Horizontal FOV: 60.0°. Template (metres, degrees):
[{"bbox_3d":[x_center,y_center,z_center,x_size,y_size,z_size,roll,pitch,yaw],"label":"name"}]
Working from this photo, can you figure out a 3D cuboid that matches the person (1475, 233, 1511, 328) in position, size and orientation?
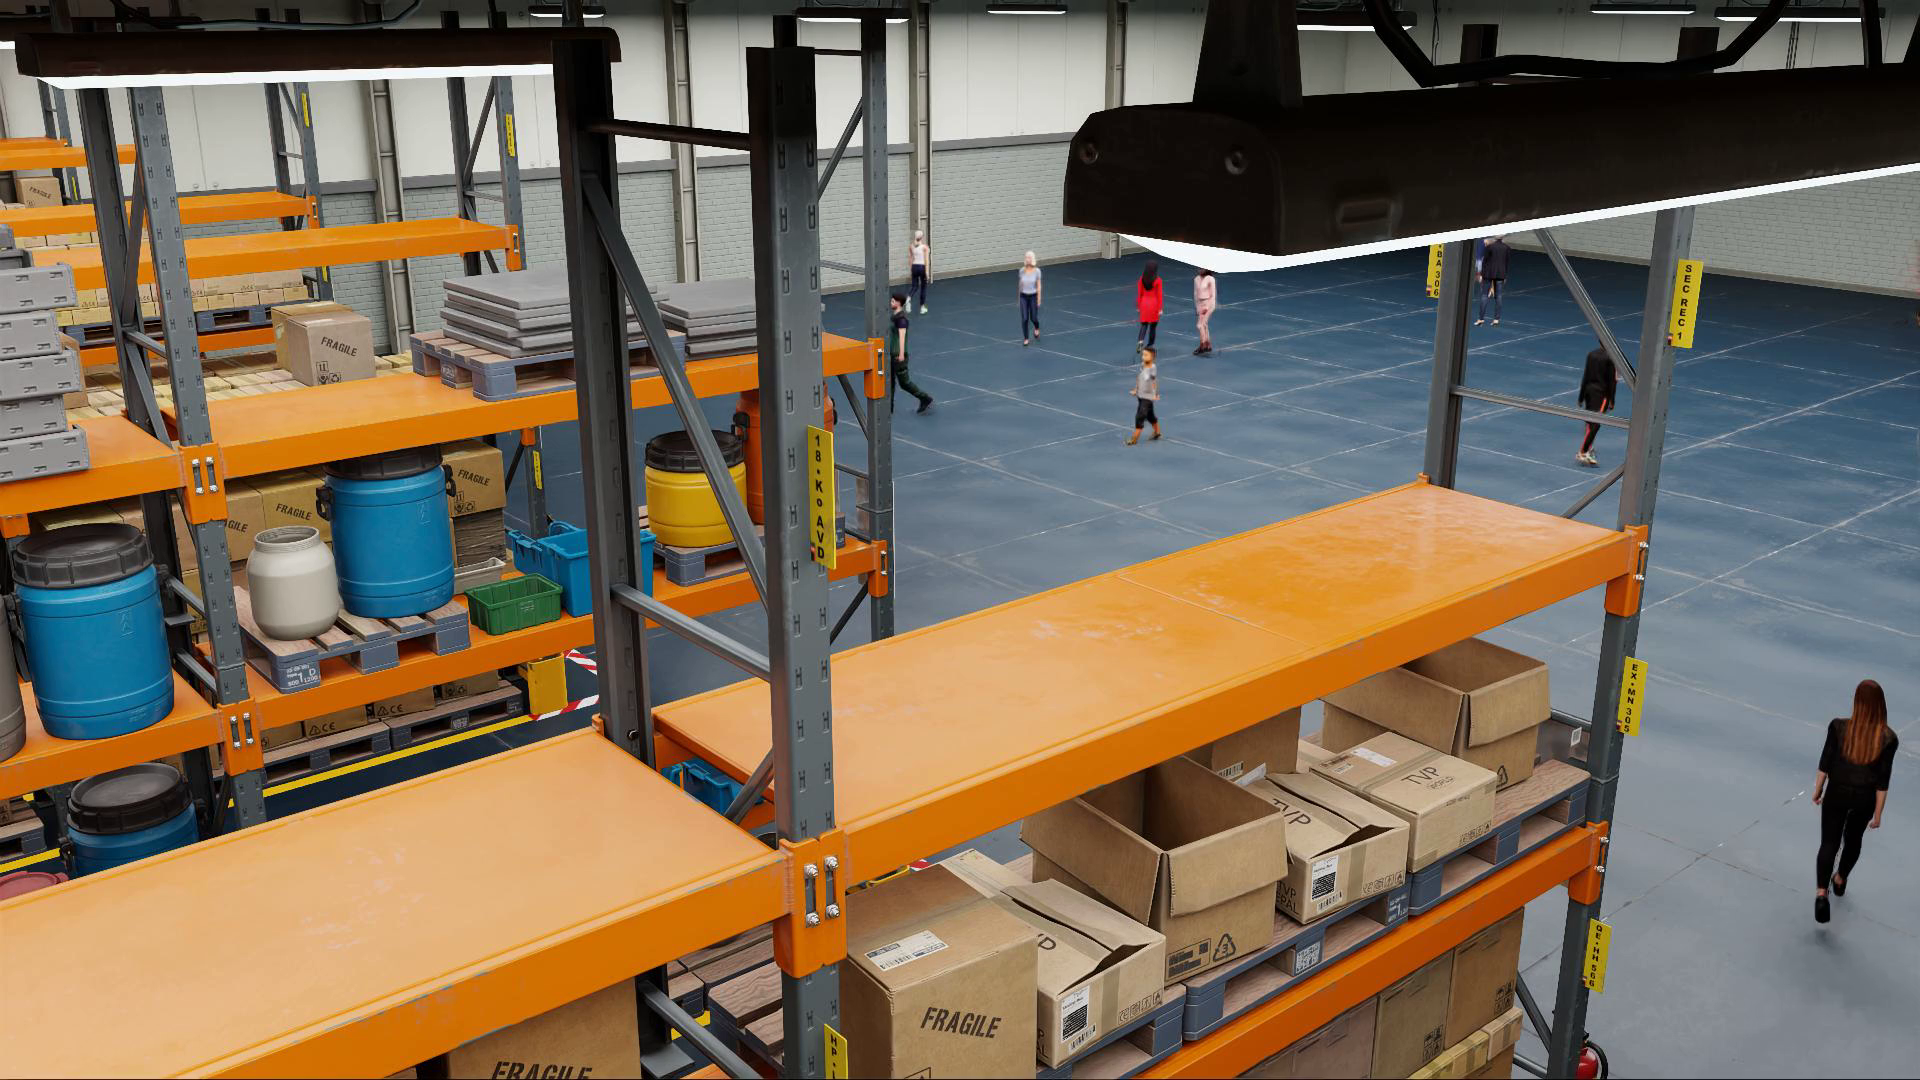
[{"bbox_3d":[9.373,-4.653,29.333,0.812,1.779,0.793,0,18,0],"label":"person"}]

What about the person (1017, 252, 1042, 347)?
[{"bbox_3d":[1.286,-4.432,30.522,0.831,1.709,0.954,6,19,17],"label":"person"}]

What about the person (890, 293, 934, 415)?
[{"bbox_3d":[-0.855,-2.814,25.288,1.262,1.875,1.013,-5,19,-14],"label":"person"}]

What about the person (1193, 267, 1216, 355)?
[{"bbox_3d":[4.404,-4.088,29.516,0.787,1.679,0.658,-10,21,-28],"label":"person"}]

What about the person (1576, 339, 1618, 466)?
[{"bbox_3d":[8.704,-1.953,22.809,0.960,1.772,0.797,-10,20,-27],"label":"person"}]

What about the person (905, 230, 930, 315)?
[{"bbox_3d":[-0.860,-5.341,33.355,0.852,1.684,1.068,9,20,25],"label":"person"}]

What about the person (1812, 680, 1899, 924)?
[{"bbox_3d":[6.088,1.816,11.392,0.842,1.676,1.208,11,21,30],"label":"person"}]

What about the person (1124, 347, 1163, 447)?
[{"bbox_3d":[2.723,-2.120,23.891,1.025,1.420,0.629,-12,21,-32],"label":"person"}]

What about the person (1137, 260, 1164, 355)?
[{"bbox_3d":[3.315,-4.039,29.269,0.801,1.739,0.915,8,20,24],"label":"person"}]
